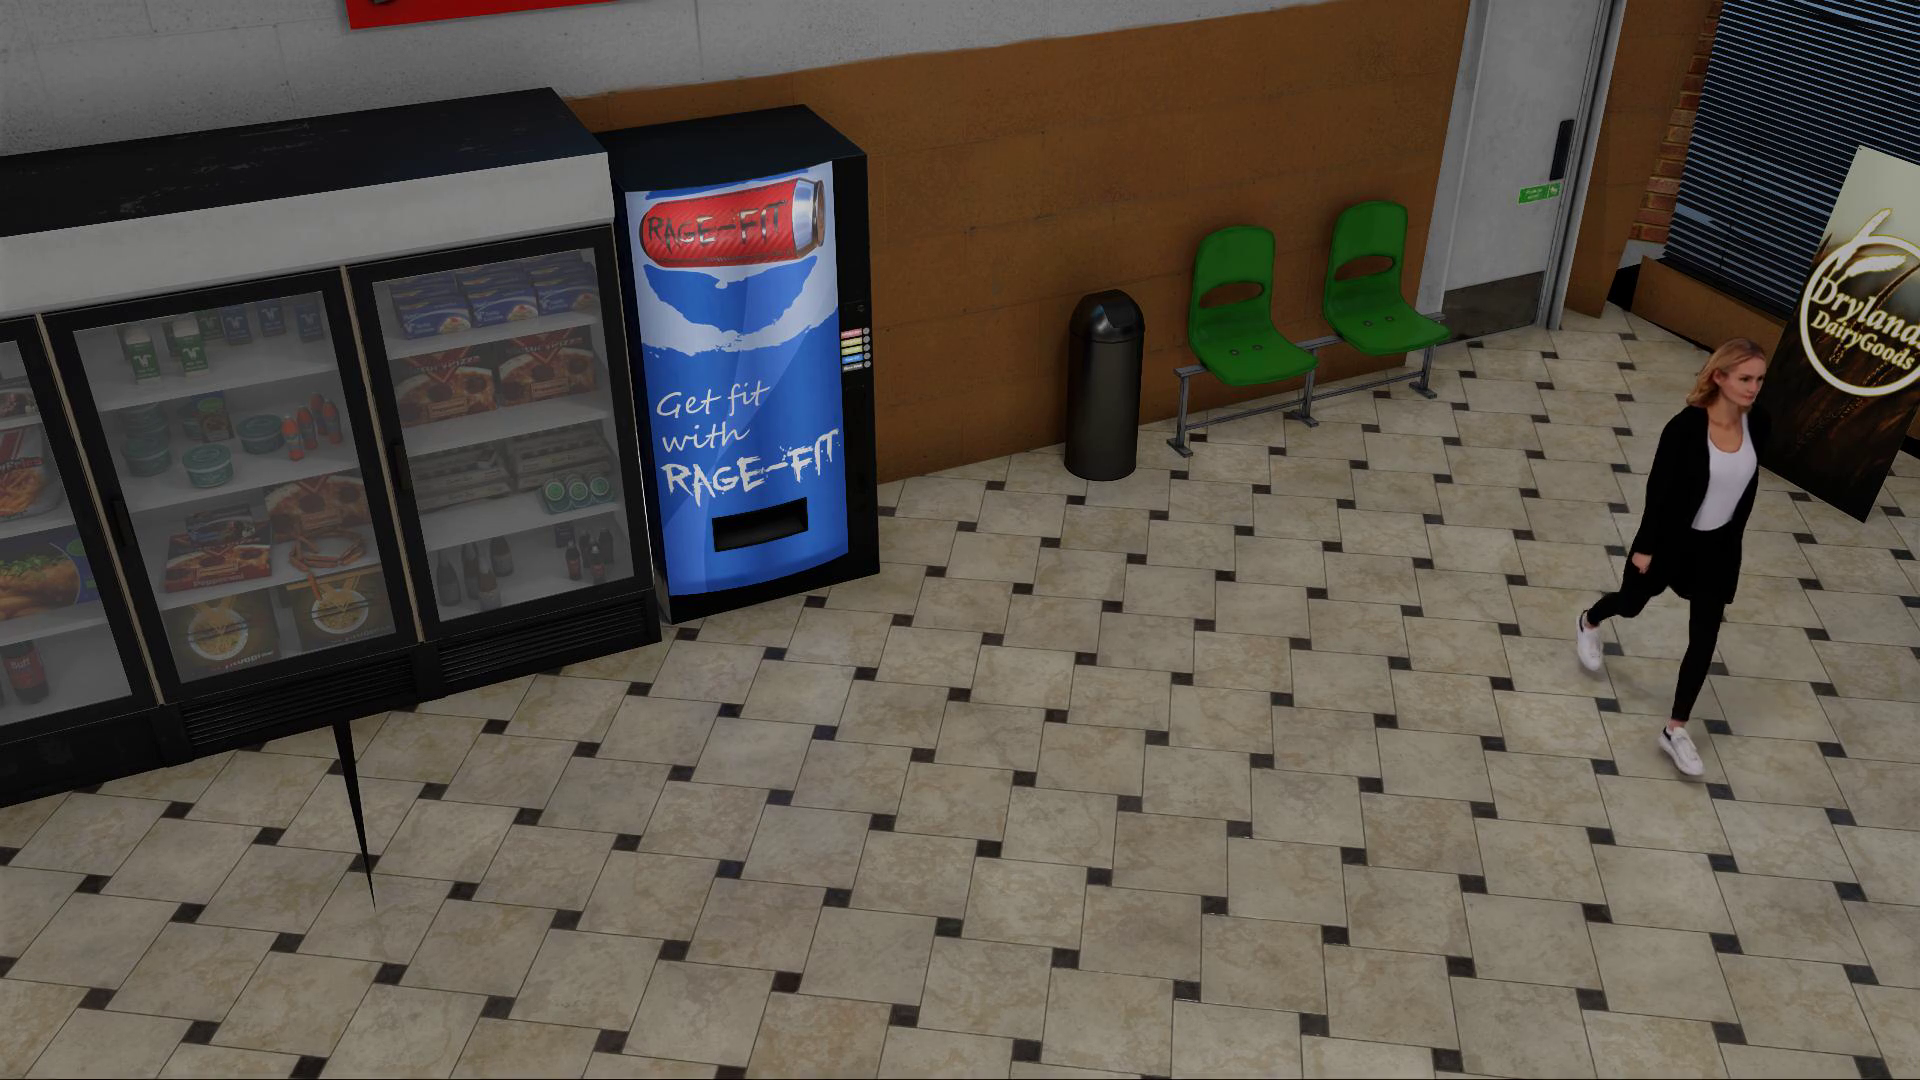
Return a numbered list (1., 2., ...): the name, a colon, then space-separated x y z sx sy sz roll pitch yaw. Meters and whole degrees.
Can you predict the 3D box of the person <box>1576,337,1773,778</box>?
1. person: 2.835 -0.009 6.651 0.859 1.766 1.251 -4 32 -7
